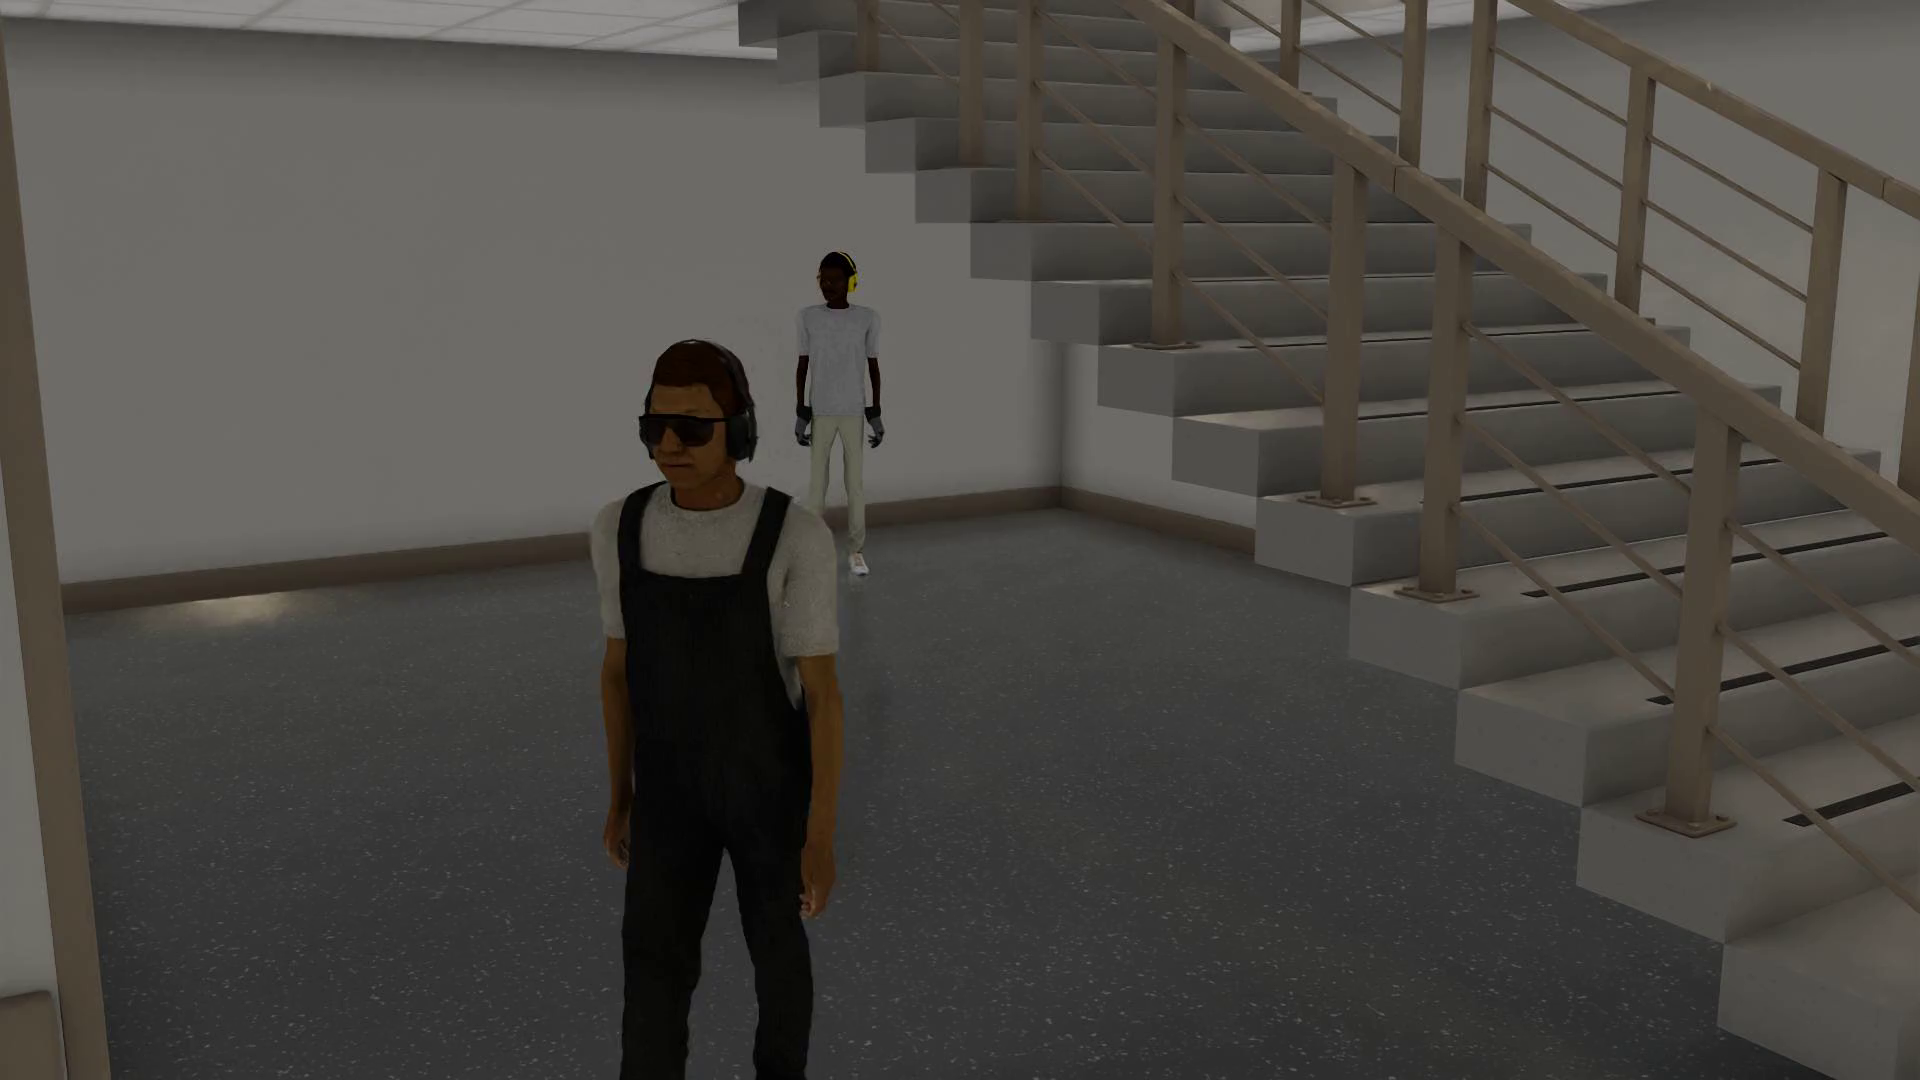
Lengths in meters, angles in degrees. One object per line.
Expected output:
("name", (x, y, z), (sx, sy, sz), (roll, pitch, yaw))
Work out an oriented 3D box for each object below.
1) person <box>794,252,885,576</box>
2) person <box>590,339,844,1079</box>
("person", (-0.693, -0.713, 9.564), (0.521, 1.864, 0.335), (0, 11, -2))
("person", (-0.494, 0.532, 3.172), (0.537, 1.797, 0.932), (2, 11, 11))
